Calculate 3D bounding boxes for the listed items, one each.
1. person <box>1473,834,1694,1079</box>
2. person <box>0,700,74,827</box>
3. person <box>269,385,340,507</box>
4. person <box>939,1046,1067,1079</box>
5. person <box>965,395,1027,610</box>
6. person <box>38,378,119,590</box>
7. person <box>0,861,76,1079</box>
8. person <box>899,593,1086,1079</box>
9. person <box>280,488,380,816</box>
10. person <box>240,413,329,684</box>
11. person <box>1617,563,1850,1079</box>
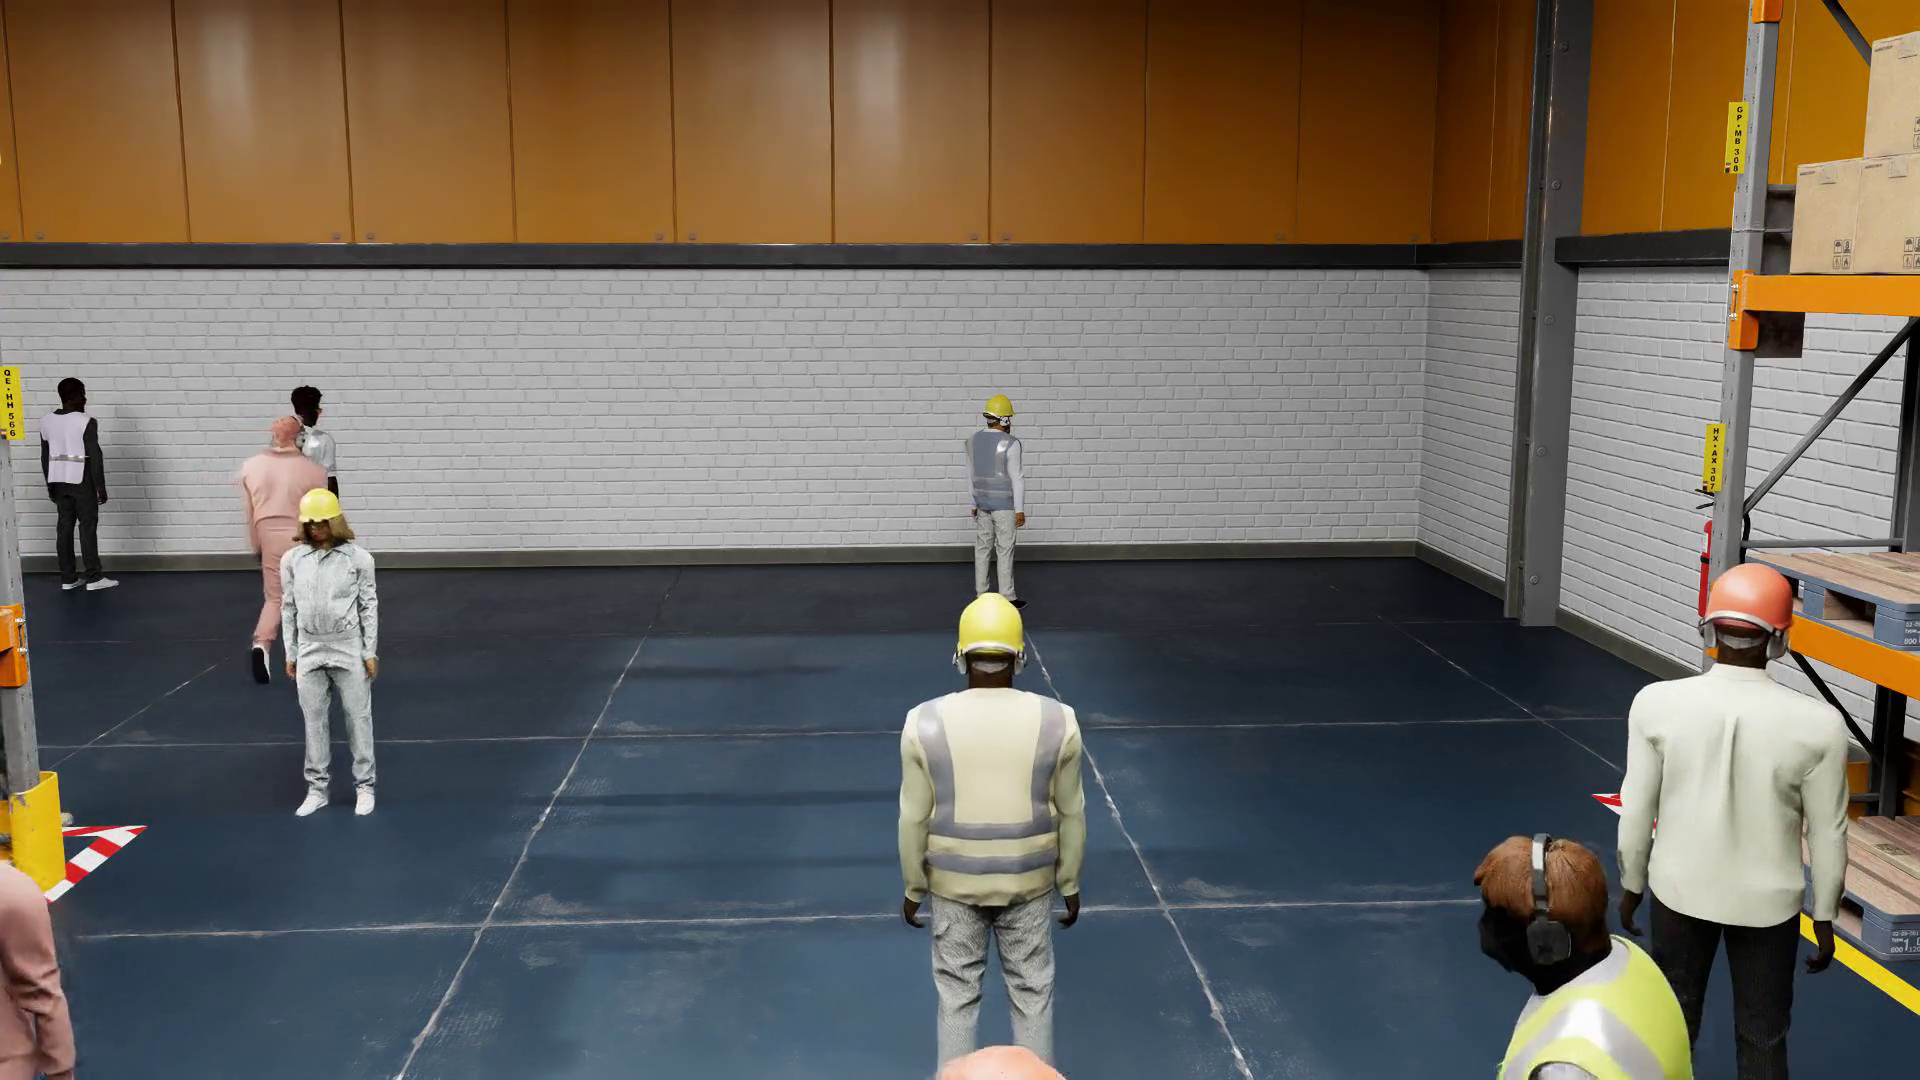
[{"bbox_3d":[1.346,1.449,3.212,0.962,1.788,0.648,5,10,30],"label":"person"},{"bbox_3d":[-5.056,0.619,8.336,0.897,1.816,0.521,-3,9,-17],"label":"person"},{"bbox_3d":[-5.245,-0.266,13.393,0.607,1.958,0.372,3,10,20],"label":"person"},{"bbox_3d":[0.055,1.574,2.029,0.405,1.897,0.581,-6,11,-33],"label":"person"},{"bbox_3d":[0.326,-0.313,14.073,0.600,1.832,0.404,8,12,41],"label":"person"},{"bbox_3d":[-7.974,-0.497,14.977,0.587,1.915,0.397,2,9,14],"label":"person"},{"bbox_3d":[-2.477,1.312,4.239,0.527,1.727,0.854,2,9,13],"label":"person"},{"bbox_3d":[0.103,1.078,5.351,0.599,1.827,0.404,0,9,-3],"label":"person"},{"bbox_3d":[-3.293,0.592,8.698,0.493,1.738,0.346,-1,9,-4],"label":"person"},{"bbox_3d":[-4.666,0.061,11.574,0.655,1.882,0.743,1,9,4],"label":"person"},{"bbox_3d":[2.297,1.055,4.977,0.622,1.992,0.395,5,10,30],"label":"person"}]
